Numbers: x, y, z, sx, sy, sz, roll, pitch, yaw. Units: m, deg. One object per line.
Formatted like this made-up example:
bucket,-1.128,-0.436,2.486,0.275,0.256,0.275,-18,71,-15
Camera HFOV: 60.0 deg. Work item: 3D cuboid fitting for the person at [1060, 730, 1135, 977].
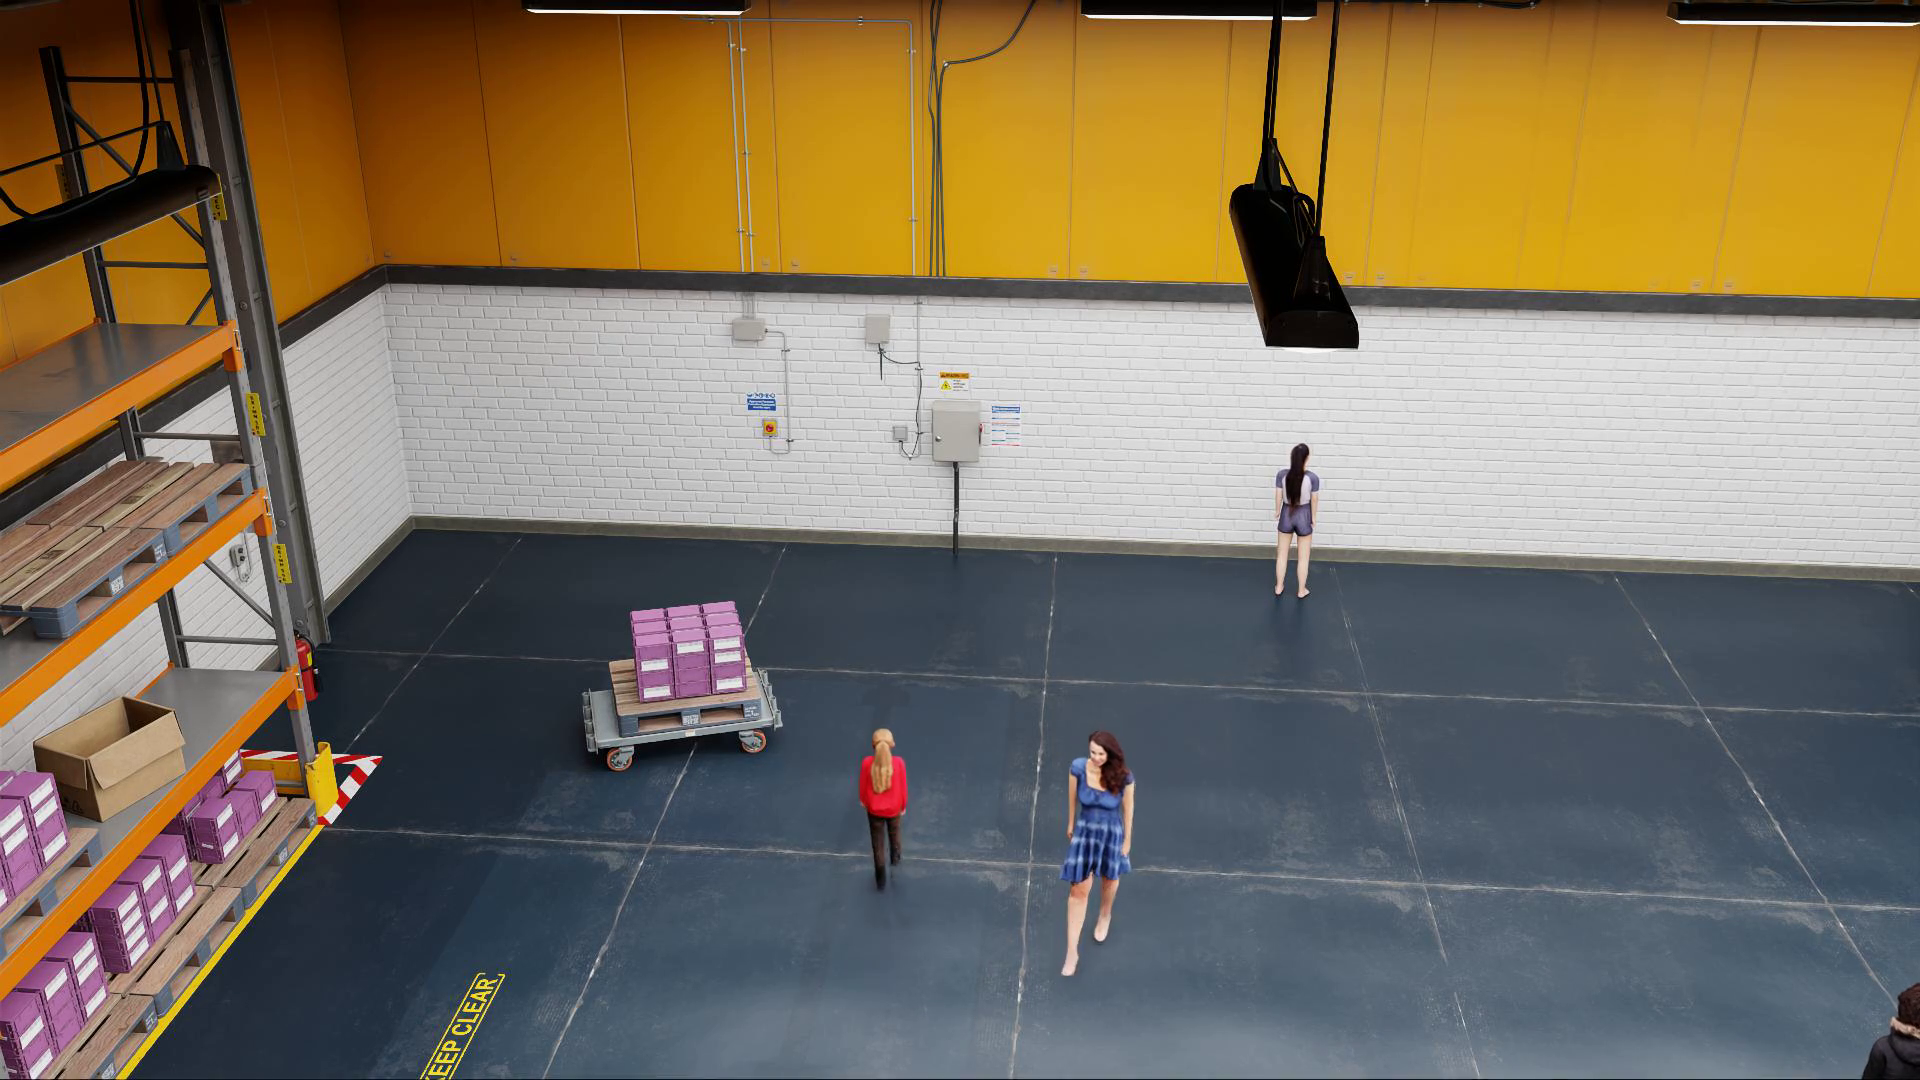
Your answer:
person,0.987,2.089,11.611,0.769,1.772,1.104,6,24,14

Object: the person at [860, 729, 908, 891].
person,-0.566,2.023,12.398,0.582,1.262,0.793,-2,24,-5

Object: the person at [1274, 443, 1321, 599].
person,3.433,-0.198,16.991,0.648,1.653,0.612,9,25,19
